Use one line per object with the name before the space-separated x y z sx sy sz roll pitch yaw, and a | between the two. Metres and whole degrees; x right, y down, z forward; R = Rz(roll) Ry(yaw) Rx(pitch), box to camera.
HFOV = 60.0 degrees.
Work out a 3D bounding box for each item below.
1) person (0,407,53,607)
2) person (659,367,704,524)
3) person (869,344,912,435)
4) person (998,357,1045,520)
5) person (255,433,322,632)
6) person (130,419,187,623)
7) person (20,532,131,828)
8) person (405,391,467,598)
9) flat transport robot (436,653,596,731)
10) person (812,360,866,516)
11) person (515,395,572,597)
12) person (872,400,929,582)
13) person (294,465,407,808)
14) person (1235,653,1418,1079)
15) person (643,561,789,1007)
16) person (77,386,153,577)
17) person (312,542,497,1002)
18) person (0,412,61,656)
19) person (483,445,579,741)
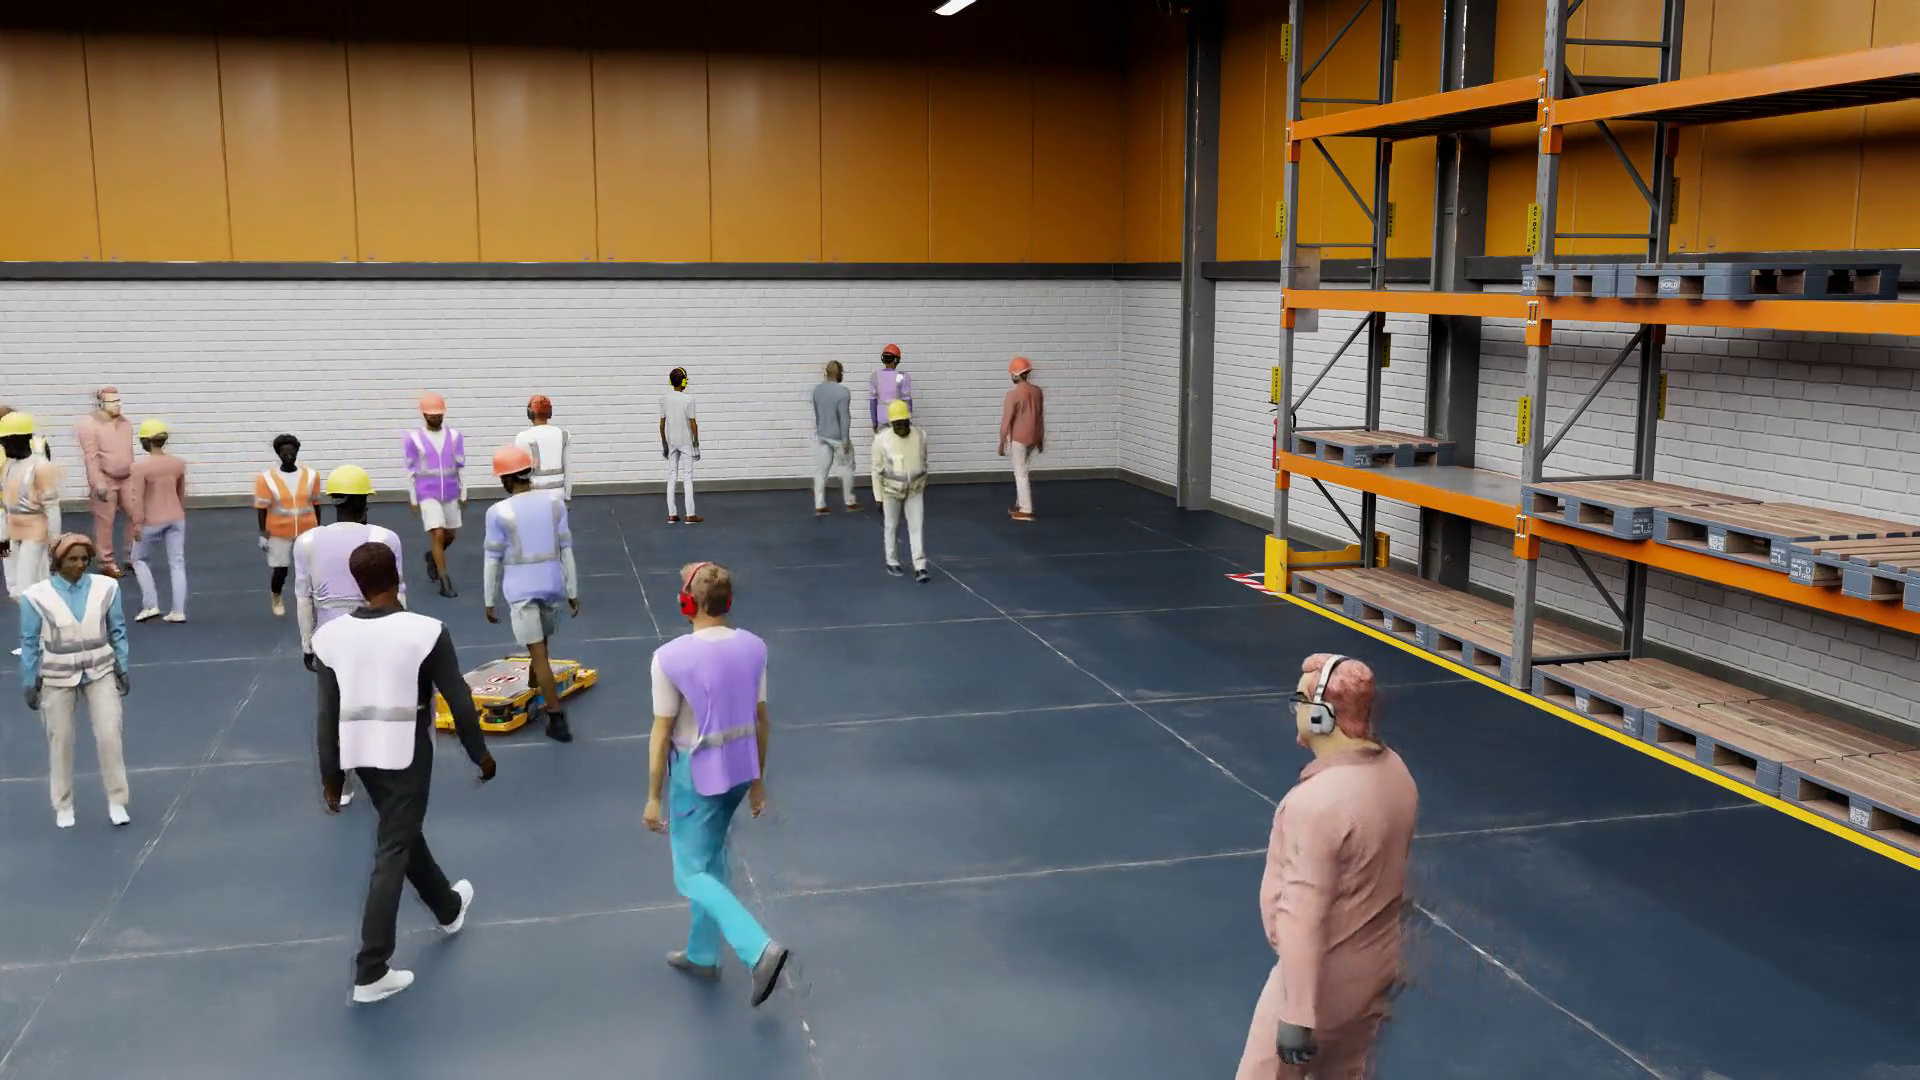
person | -8.399 -0.285 14.850 0.492 1.811 0.634 8 12 39
person | -3.333 -1.121 19.881 0.510 1.862 0.328 3 10 18
person | -0.921 -1.628 22.487 0.607 2.040 0.378 3 10 18
person | 0.685 -1.231 20.216 0.690 1.968 0.642 8 12 42
person | -5.642 -0.079 13.977 0.541 1.675 0.724 -6 11 -33
person | -6.855 -0.155 14.183 0.543 1.748 0.533 5 10 30
person | -4.716 0.766 8.910 0.536 1.614 0.576 -8 12 -42
person | -4.907 -0.448 15.550 0.547 1.912 0.815 -6 11 -34
flat transport robot | -3.091 1.028 11.409 0.652 0.197 1.431 2 9 11
person | -1.498 -1.265 20.620 0.666 1.906 0.831 8 12 40
person | -3.802 -0.386 15.220 0.337 1.882 0.584 8 12 41
person | -0.559 -0.471 16.105 0.598 1.770 0.941 -3 10 -17
person | -3.386 0.542 9.306 0.588 1.923 0.383 -1 9 -4
person | 1.071 1.264 4.898 0.433 1.888 0.665 7 12 38
person | -0.986 0.994 6.816 0.727 1.817 0.576 7 11 37
person | -8.254 -0.559 16.287 0.590 1.884 0.647 4 10 23
person | -2.372 0.930 7.100 0.627 1.844 1.030 2 9 14
person | -7.286 -0.046 13.008 0.595 1.912 0.439 7 11 37
person | -2.827 0.323 10.798 0.565 1.879 0.998 -8 12 -40
